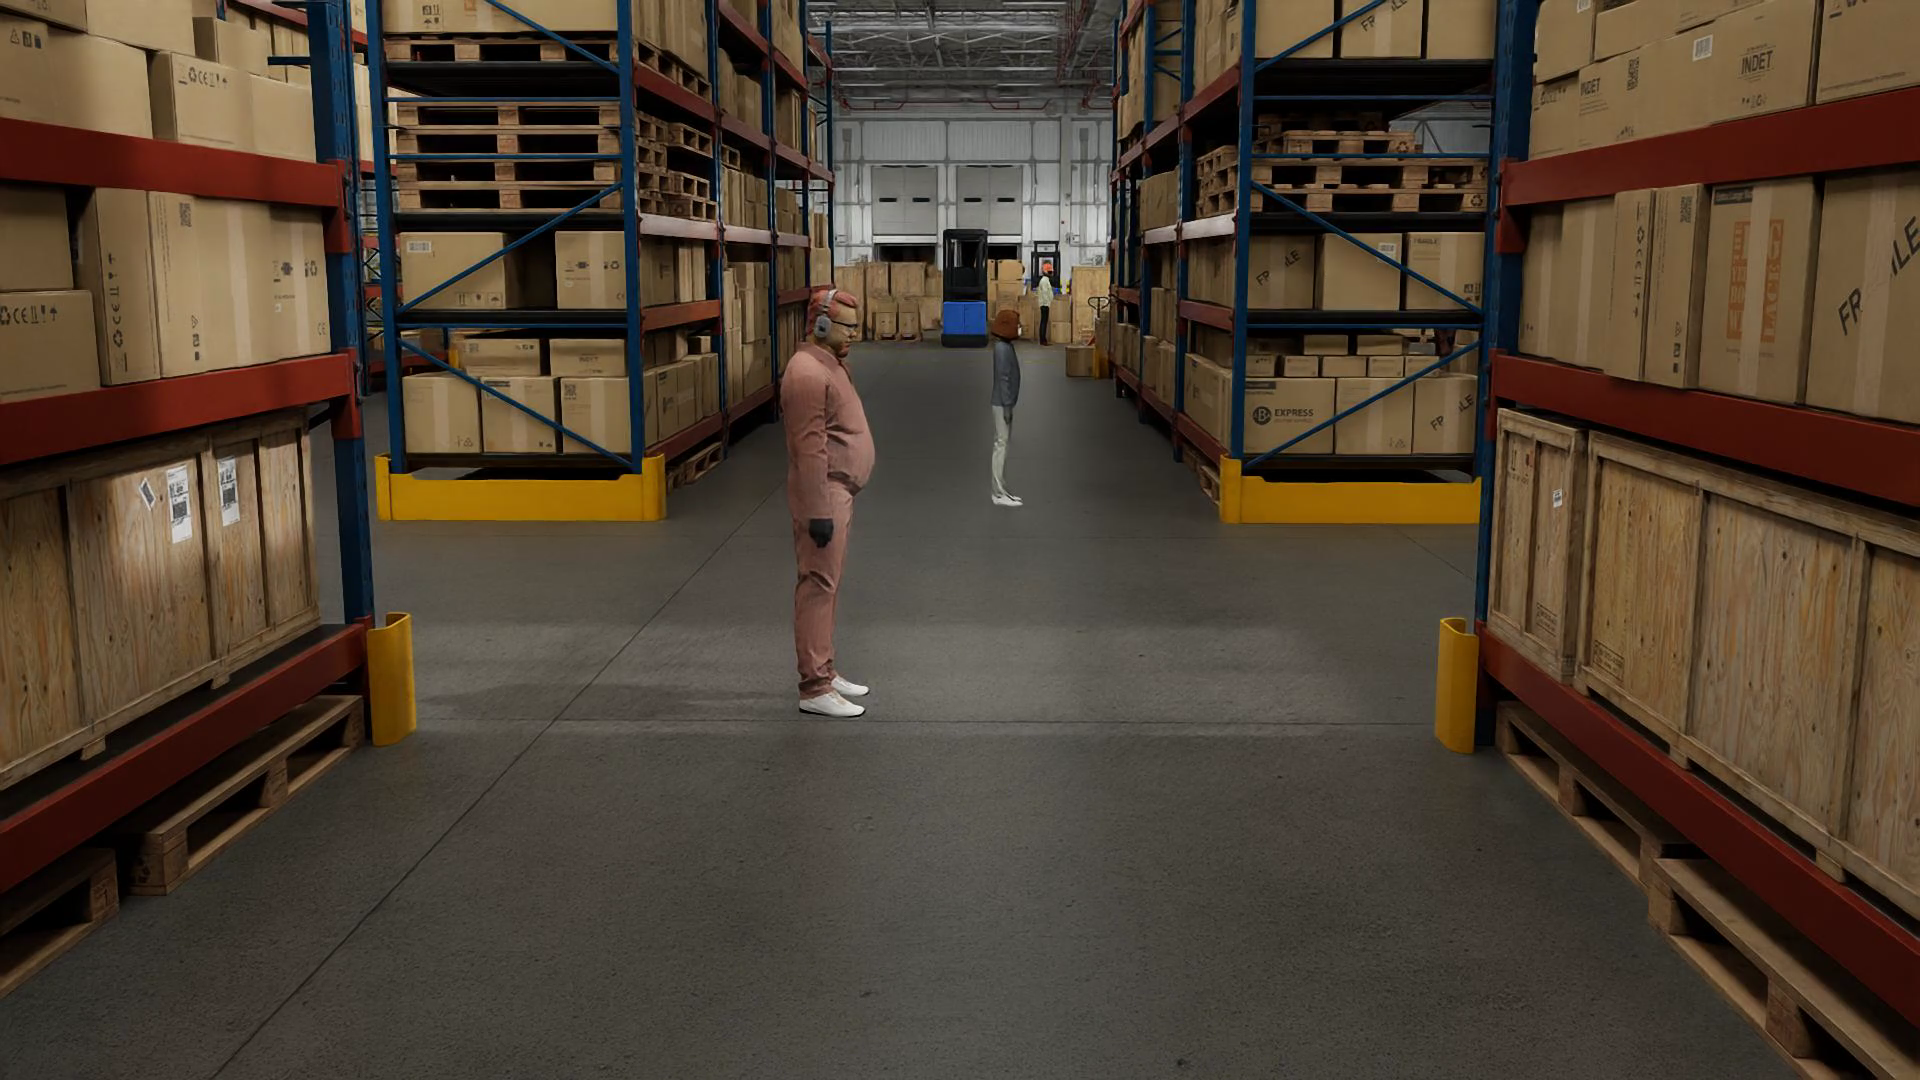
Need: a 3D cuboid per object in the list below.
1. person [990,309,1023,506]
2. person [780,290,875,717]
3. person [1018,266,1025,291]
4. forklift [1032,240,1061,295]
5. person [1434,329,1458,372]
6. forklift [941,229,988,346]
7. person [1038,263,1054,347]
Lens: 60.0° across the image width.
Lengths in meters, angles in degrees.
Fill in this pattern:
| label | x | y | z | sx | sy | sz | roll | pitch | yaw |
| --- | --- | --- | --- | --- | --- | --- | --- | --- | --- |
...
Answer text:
| label | x | y | z | sx | sy | sz | roll | pitch | yaw |
| --- | --- | --- | --- | --- | --- | --- | --- | --- | --- |
| person | 0.389 | -1.102 | 13.890 | 0.281 | 1.634 | 0.498 | 0 | 9 | 1 |
| person | -0.588 | -0.169 | 7.508 | 0.408 | 1.903 | 0.638 | 0 | 9 | 1 |
| person | 2.386 | -9.704 | 64.662 | 0.356 | 1.887 | 0.572 | 0 | 9 | 1 |
| forklift | 3.172 | -9.648 | 61.356 | 1.129 | 2.768 | 1.873 | 0 | 9 | 1 |
| person | 7.395 | -3.135 | 25.248 | 0.407 | 1.910 | 0.638 | 0 | 9 | 1 |
| forklift | 0.124 | -6.117 | 40.203 | 1.129 | 2.768 | 1.873 | 0 | 9 | 1 |
| person | 2.067 | -5.644 | 40.018 | 0.378 | 1.995 | 0.609 | 0 | 9 | 1 |
